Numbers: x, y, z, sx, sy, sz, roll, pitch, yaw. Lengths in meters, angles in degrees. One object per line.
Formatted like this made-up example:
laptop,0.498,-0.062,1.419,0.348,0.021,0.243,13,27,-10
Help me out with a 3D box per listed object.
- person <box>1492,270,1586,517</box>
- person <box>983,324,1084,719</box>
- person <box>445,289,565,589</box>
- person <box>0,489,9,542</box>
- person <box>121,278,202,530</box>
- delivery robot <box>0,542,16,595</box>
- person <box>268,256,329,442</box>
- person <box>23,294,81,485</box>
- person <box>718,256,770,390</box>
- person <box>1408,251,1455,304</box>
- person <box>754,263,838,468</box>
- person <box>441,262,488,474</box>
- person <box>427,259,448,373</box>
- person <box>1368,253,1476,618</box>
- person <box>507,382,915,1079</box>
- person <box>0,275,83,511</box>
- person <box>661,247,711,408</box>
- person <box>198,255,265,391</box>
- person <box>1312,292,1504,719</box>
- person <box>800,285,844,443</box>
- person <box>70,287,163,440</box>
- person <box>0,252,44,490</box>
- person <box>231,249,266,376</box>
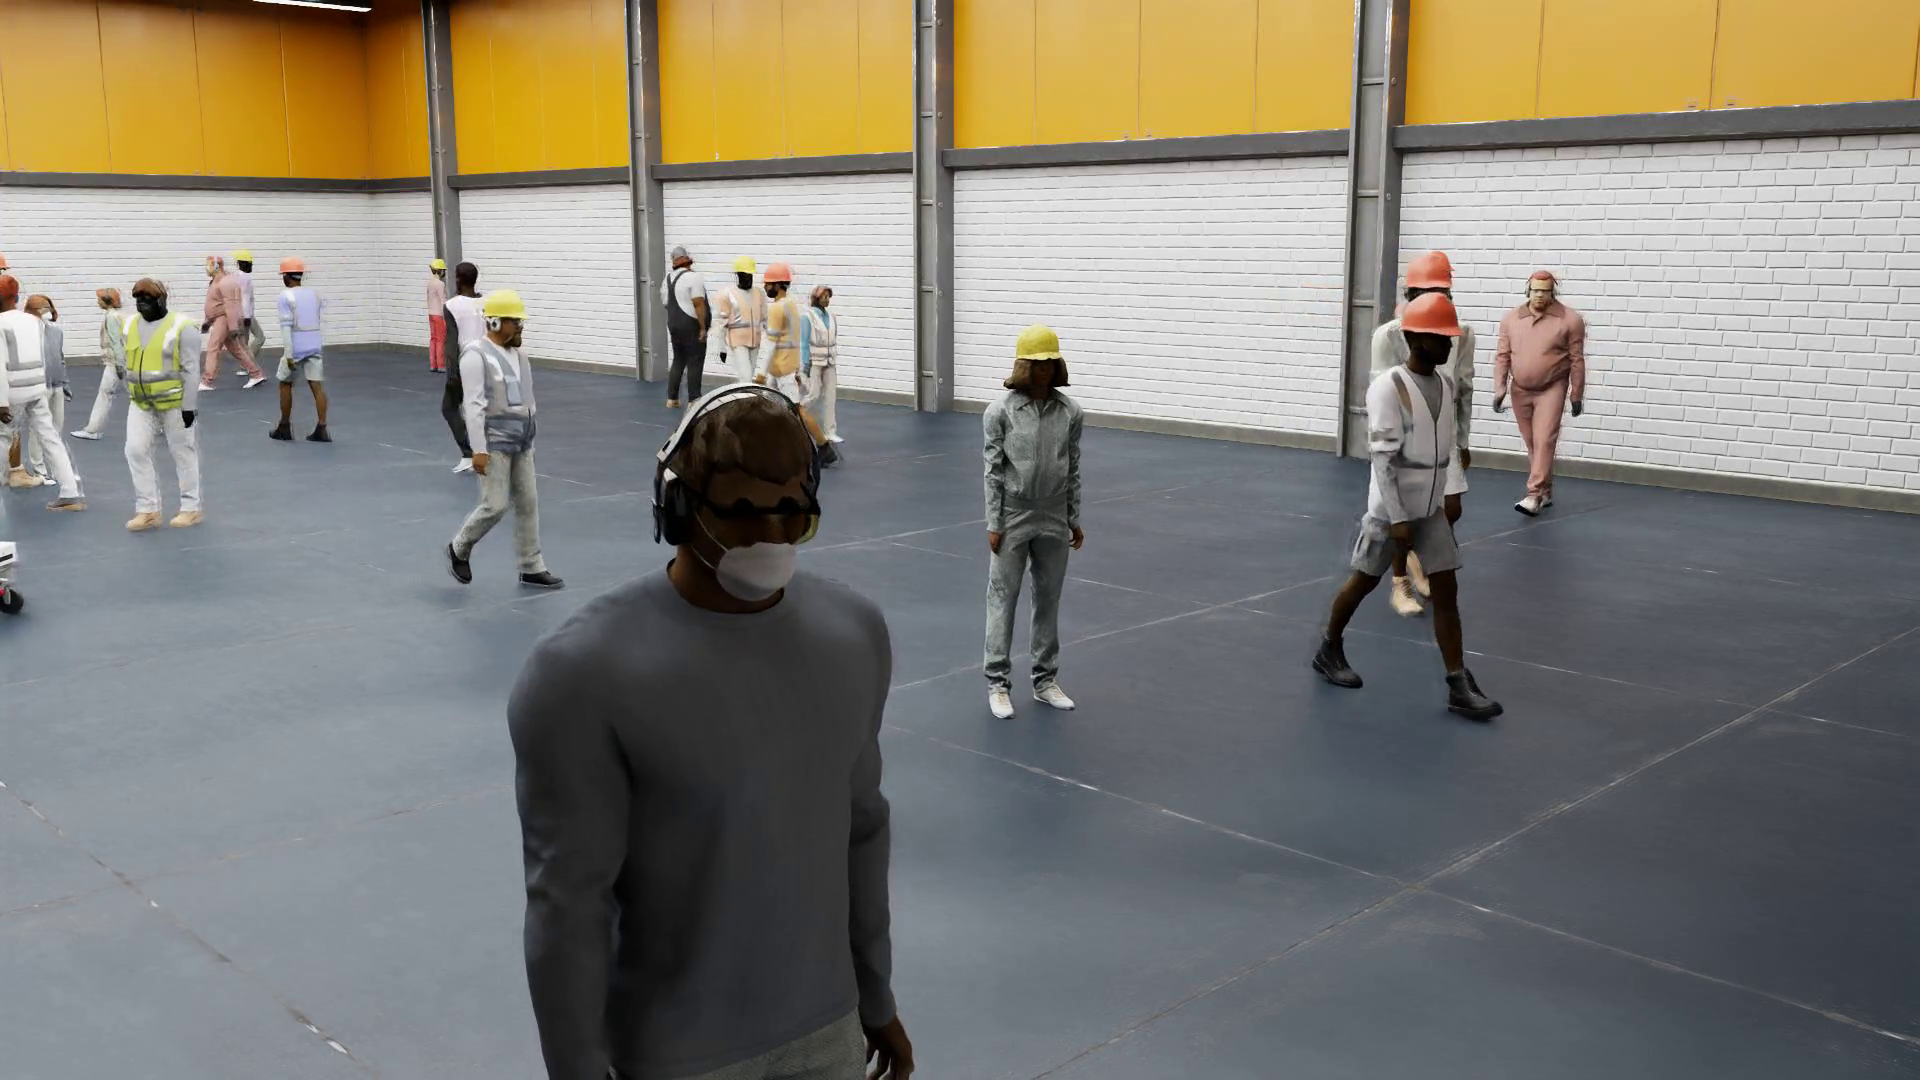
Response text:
person,4.383,-1.118,12.735,0.646,1.855,0.942,9,14,42
person,0.336,-0.083,7.406,0.486,1.744,0.310,-4,11,-23
person,-2.757,-0.590,9.965,0.646,1.815,0.632,4,11,20
person,-6.443,-0.614,10.708,0.814,1.599,0.508,7,12,33
person,-5.810,-0.967,12.002,0.650,1.819,0.698,2,11,11
delivery robot,-5.647,0.132,9.222,0.707,0.478,0.477,0,10,-1
person,-6.905,-1.975,17.273,0.860,1.901,0.548,7,12,32
person,-7.853,-1.292,14.301,0.280,1.633,0.502,2,11,12
person,-2.288,-2.138,18.204,0.735,1.899,0.592,10,14,43
person,4.084,-1.510,14.502,0.380,1.996,0.608,-1,10,-6
person,-1.596,-1.584,15.219,1.017,1.896,0.544,0,10,3
person,-4.372,-1.516,14.802,0.503,1.893,0.623,7,12,32
person,-8.099,-3.485,25.906,0.329,1.765,0.533,-9,14,-41
person,2.575,-0.574,9.306,0.621,2.031,0.474,-1,10,-8
person,-0.328,0.733,2.441,0.627,1.933,0.371,-10,14,-42
person,-7.281,-1.119,12.827,1.005,1.825,0.606,2,11,13
person,-3.322,-2.613,20.391,0.535,2.000,0.754,-10,14,-42
person,-10.184,-3.002,23.031,1.003,1.863,0.655,-6,12,-29
person,2.032,-0.177,7.565,0.544,1.890,1.046,-6,12,-30
person,-1.478,-1.822,17.202,0.572,1.623,0.525,9,14,40
person,-8.834,-1.835,17.371,0.877,1.584,0.539,-3,11,-16
person,-8.094,-1.437,13.976,0.610,2.042,0.396,2,11,10
person,-10.775,-3.429,25.181,0.457,1.909,0.622,-7,13,-35
